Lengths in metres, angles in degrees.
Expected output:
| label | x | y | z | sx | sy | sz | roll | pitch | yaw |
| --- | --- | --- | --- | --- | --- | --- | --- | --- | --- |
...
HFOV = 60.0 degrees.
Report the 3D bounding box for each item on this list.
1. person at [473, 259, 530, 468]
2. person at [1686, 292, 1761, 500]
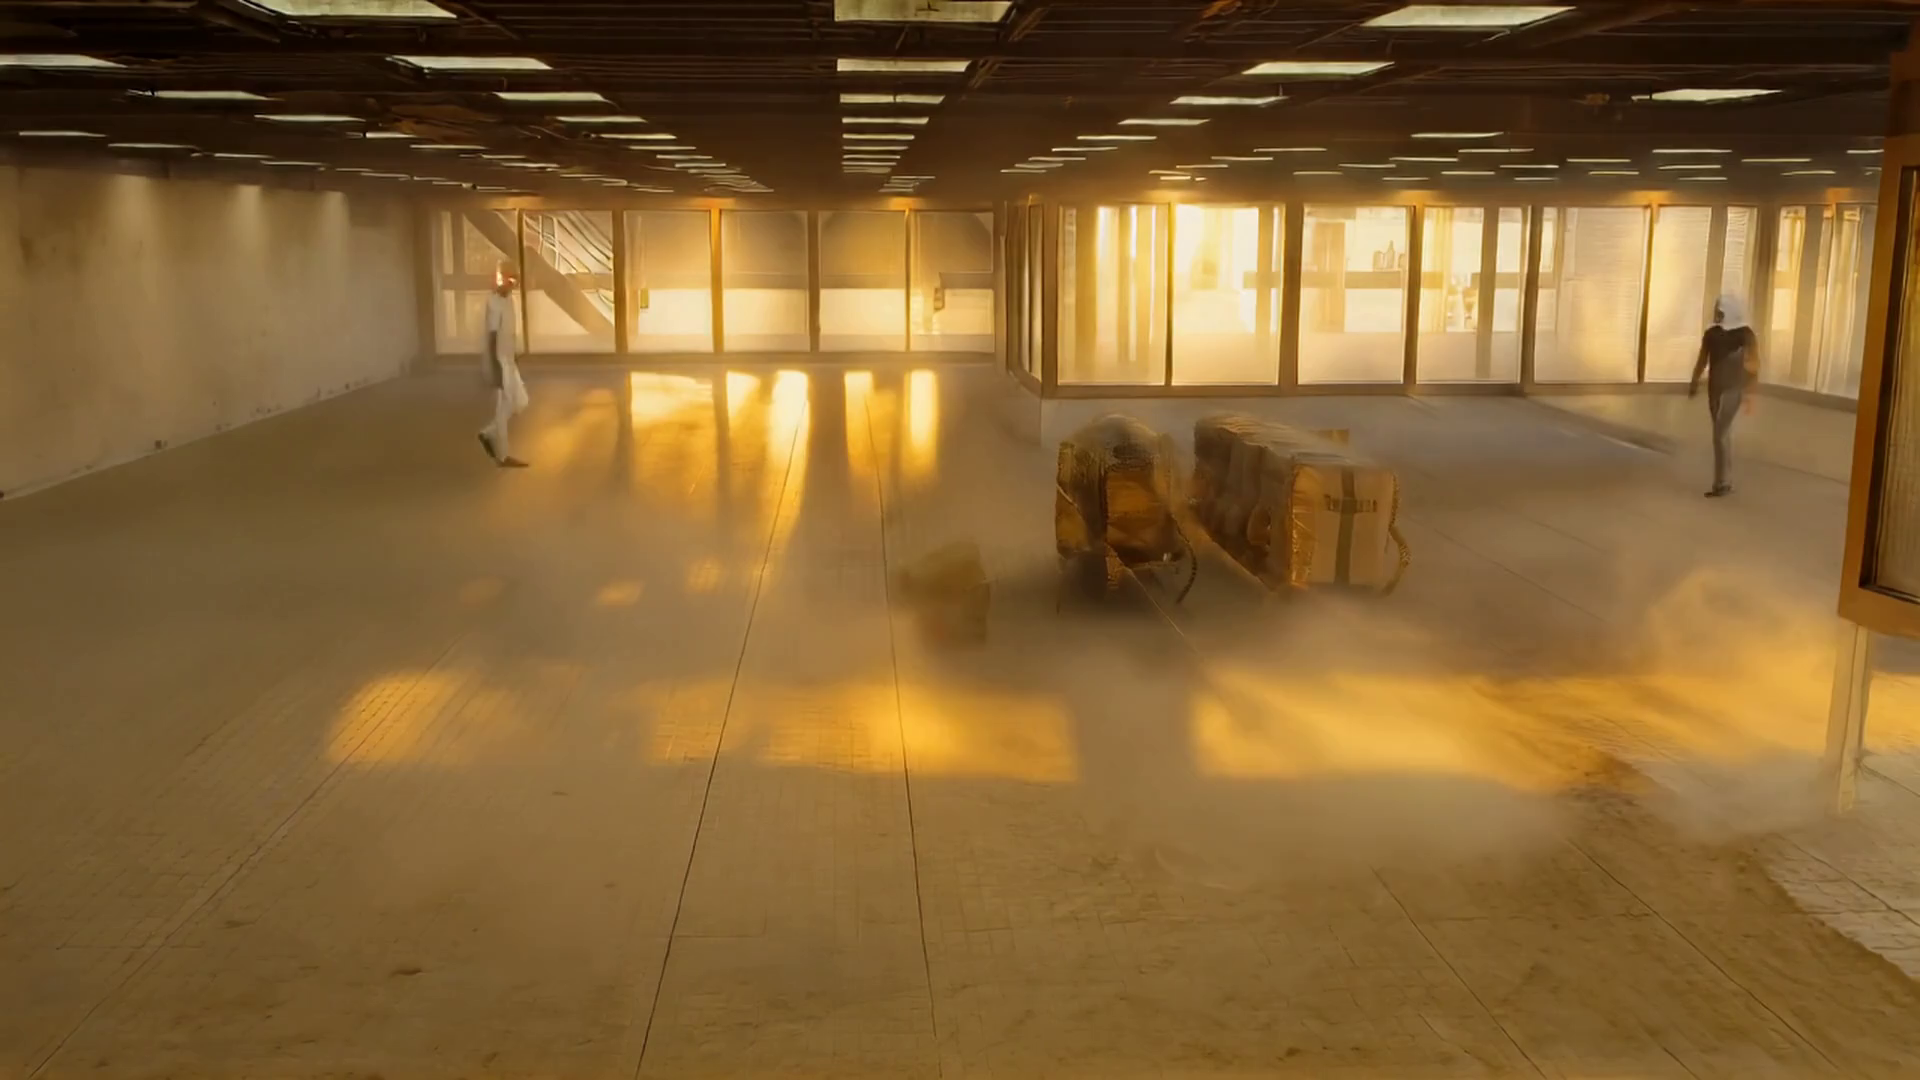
| label | x | y | z | sx | sy | sz | roll | pitch | yaw |
| --- | --- | --- | --- | --- | --- | --- | --- | --- | --- |
| person | -4.047 | -1.544 | 14.668 | 0.460 | 1.851 | 0.548 | 1 | 11 | 4 |
| person | 5.939 | -1.120 | 13.023 | 0.633 | 1.612 | 0.500 | -4 | 11 | -21 |
